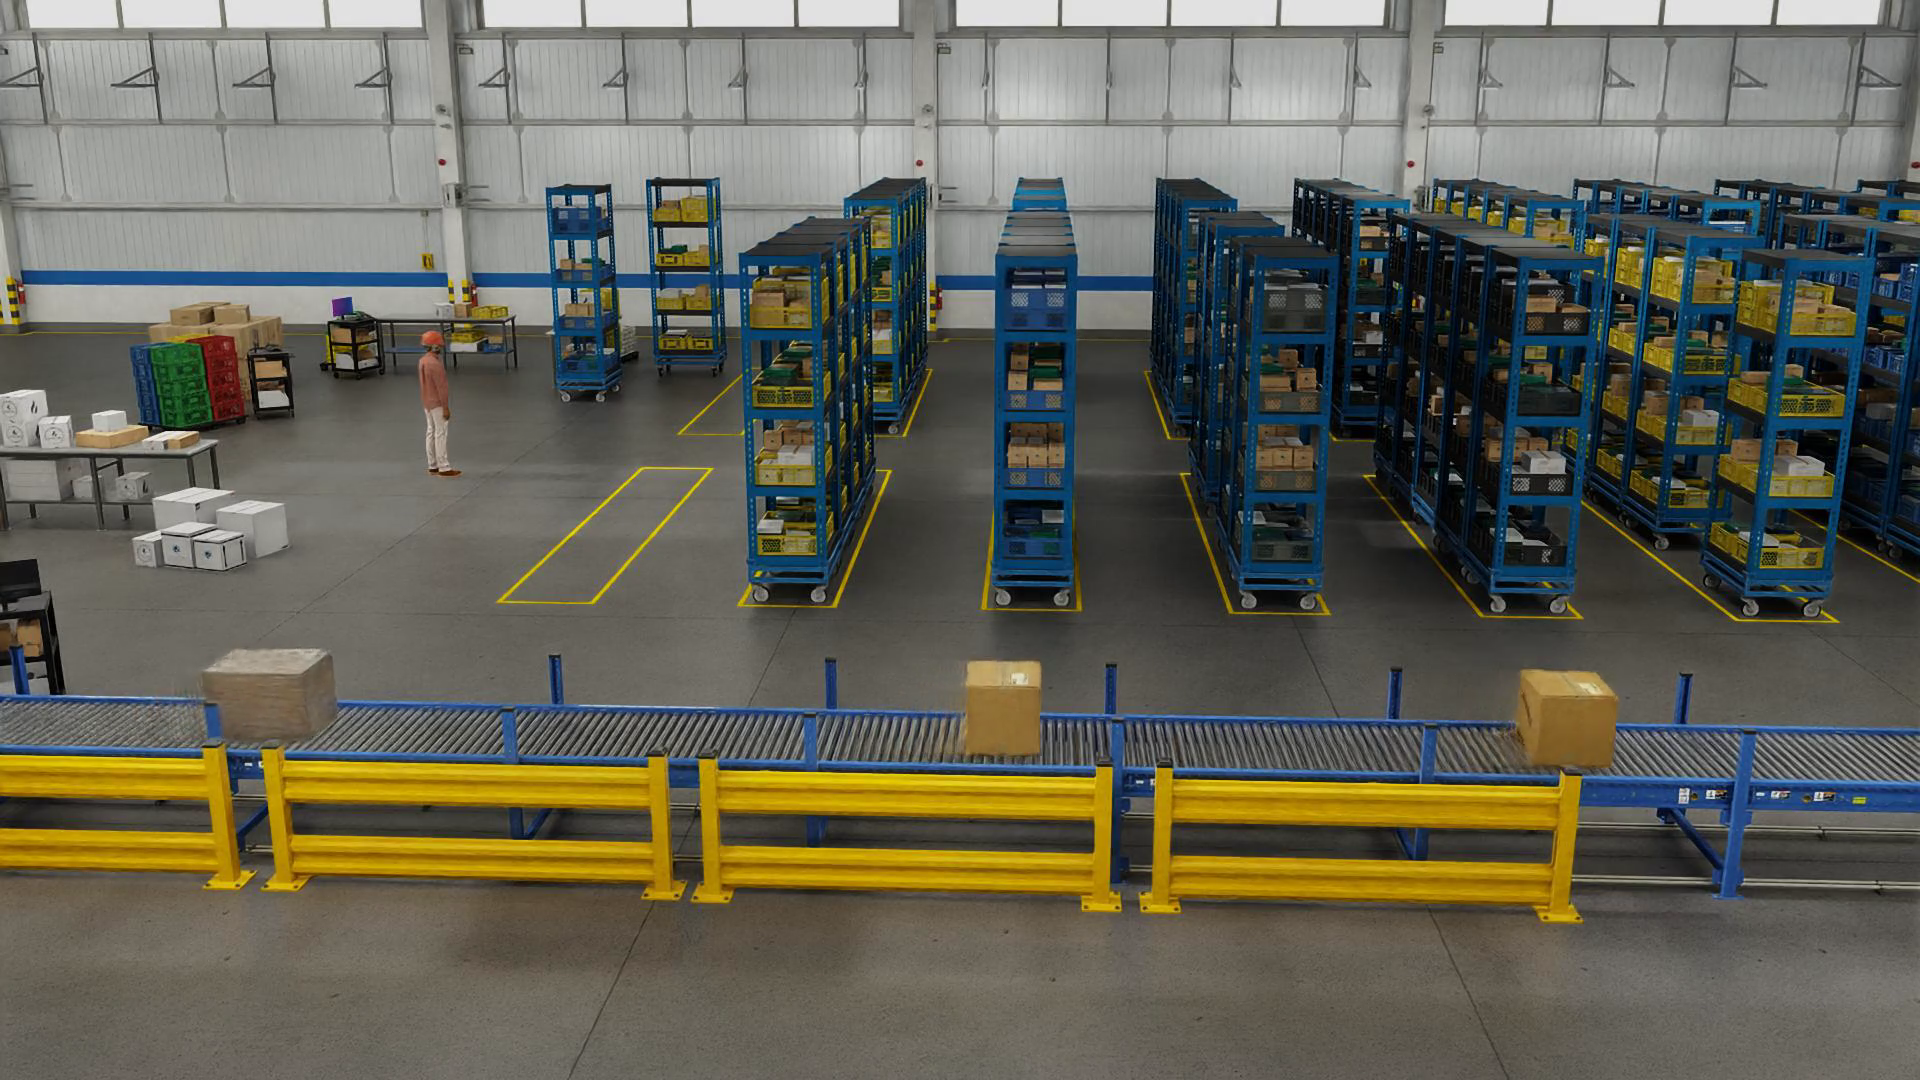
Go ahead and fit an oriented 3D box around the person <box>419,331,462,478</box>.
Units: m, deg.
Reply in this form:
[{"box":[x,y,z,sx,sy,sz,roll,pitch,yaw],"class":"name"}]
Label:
[{"box":[-7.101,-1.839,22.582,0.375,1.997,0.612,-13,20,-41],"class":"person"}]
